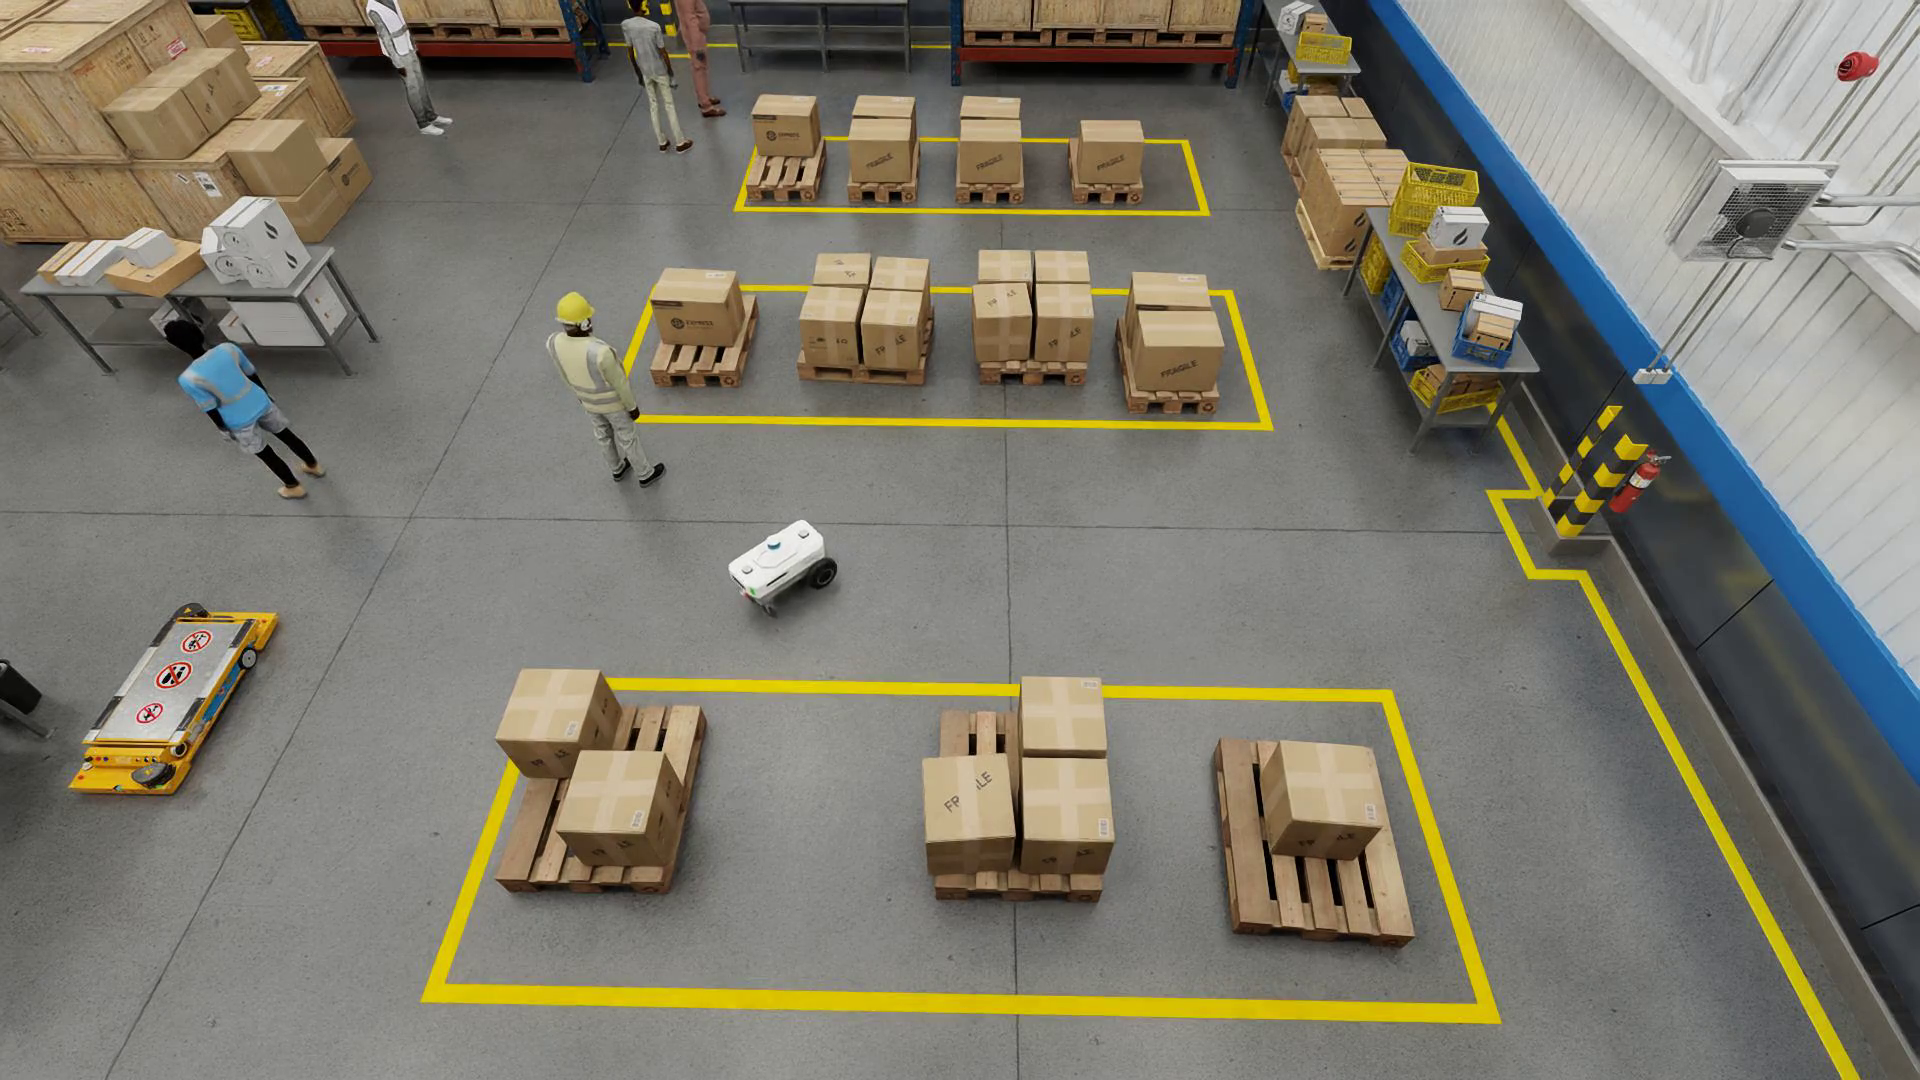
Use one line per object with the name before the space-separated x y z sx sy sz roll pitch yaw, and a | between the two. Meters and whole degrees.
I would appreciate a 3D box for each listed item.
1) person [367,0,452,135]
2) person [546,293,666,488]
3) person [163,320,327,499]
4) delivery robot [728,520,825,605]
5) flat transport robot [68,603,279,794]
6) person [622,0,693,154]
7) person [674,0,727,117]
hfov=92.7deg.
person | -6.946 -6.061 11.415 0.389 1.911 0.591 -1 50 -1
person | -2.830 -1.155 7.313 0.588 1.829 0.403 16 52 13
person | -5.680 -1.017 7.281 0.317 1.695 0.540 11 51 9
delivery robot | -1.386 0.155 6.974 0.707 0.478 0.477 -35 58 -26
flat transport robot | -5.504 1.072 6.442 0.652 0.197 1.431 1 50 1
person | -3.682 -5.635 11.085 0.509 1.861 0.329 7 50 6
person | -3.367 -6.469 11.760 0.400 1.908 0.653 -13 51 -11
